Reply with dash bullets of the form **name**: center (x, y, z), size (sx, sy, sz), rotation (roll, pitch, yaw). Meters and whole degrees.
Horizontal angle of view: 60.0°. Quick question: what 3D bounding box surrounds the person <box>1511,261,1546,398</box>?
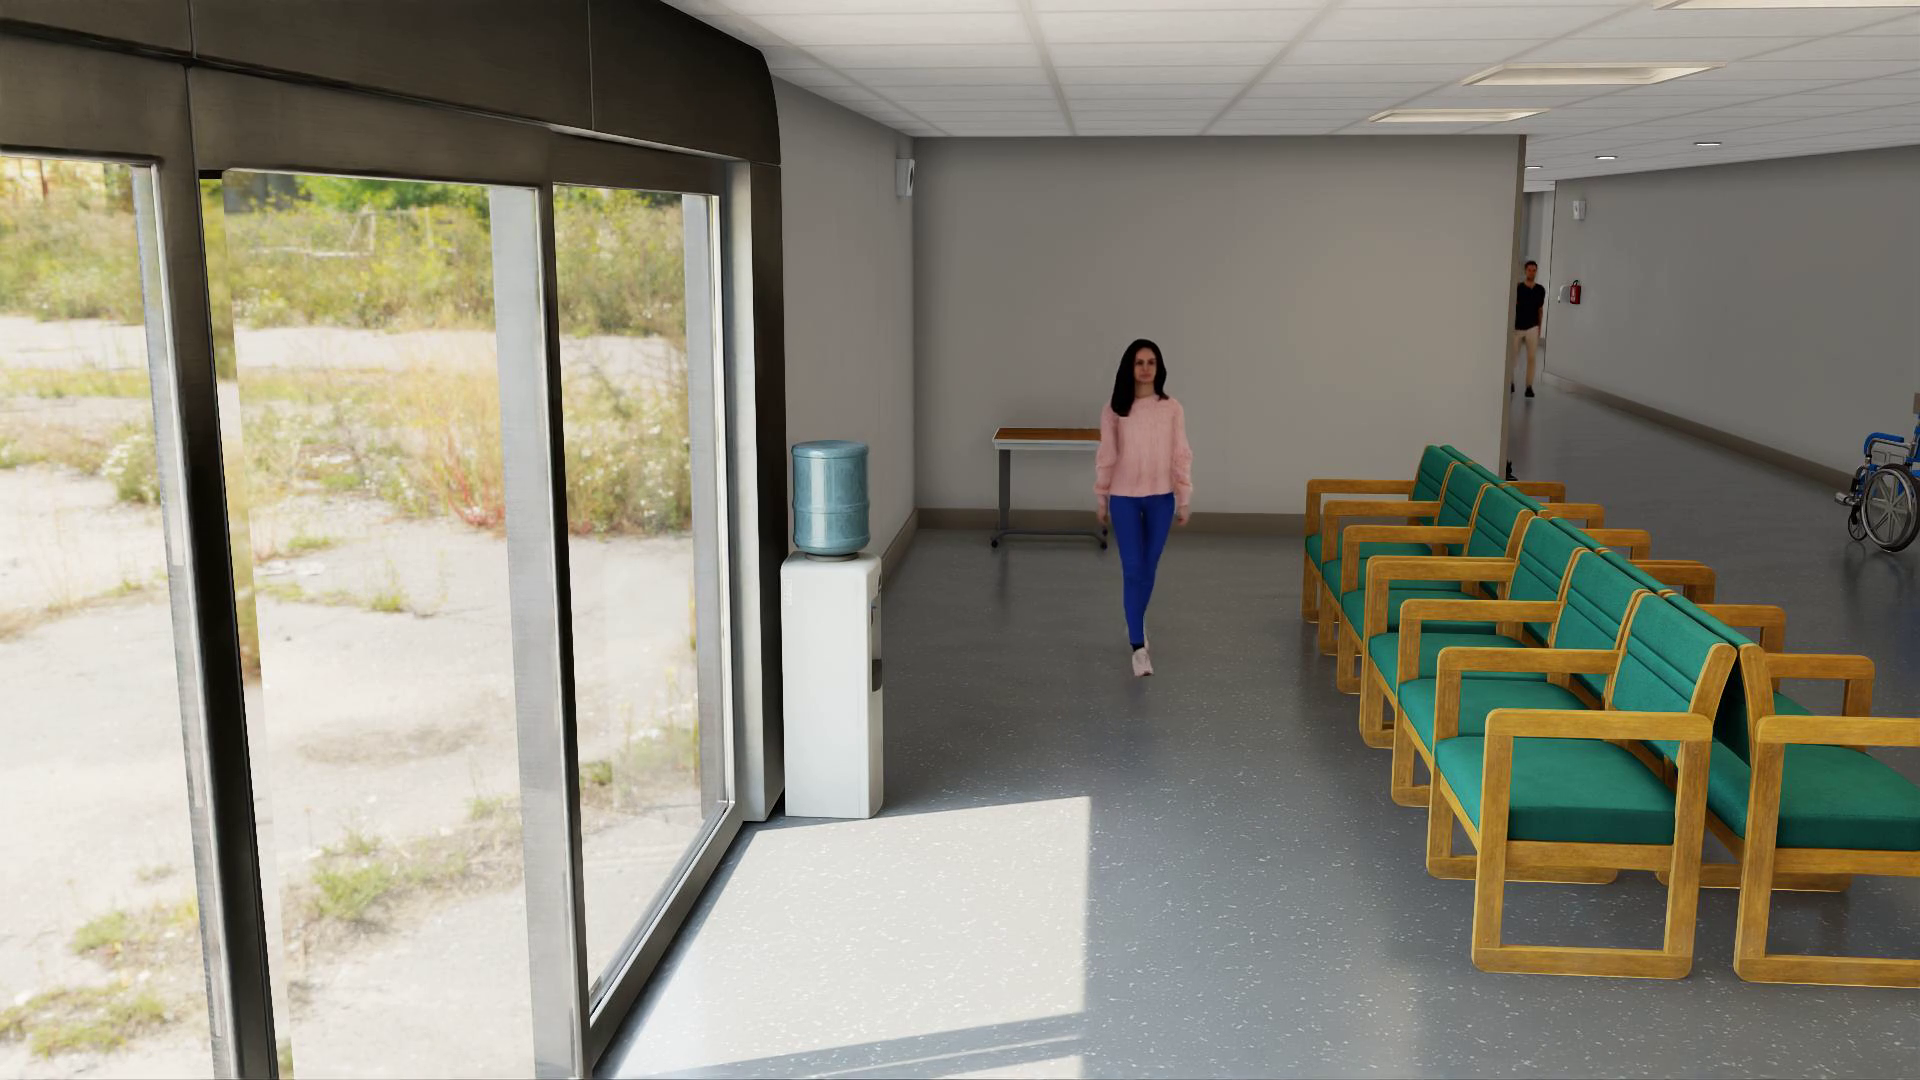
- **person**: center (7.743, -2.890, 22.877), size (1.047, 1.831, 0.702), rotation (1, 11, 7)

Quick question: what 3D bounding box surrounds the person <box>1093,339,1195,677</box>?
- **person**: center (0.963, -0.168, 8.848), size (1.159, 1.714, 0.838), rotation (-1, 11, -3)
